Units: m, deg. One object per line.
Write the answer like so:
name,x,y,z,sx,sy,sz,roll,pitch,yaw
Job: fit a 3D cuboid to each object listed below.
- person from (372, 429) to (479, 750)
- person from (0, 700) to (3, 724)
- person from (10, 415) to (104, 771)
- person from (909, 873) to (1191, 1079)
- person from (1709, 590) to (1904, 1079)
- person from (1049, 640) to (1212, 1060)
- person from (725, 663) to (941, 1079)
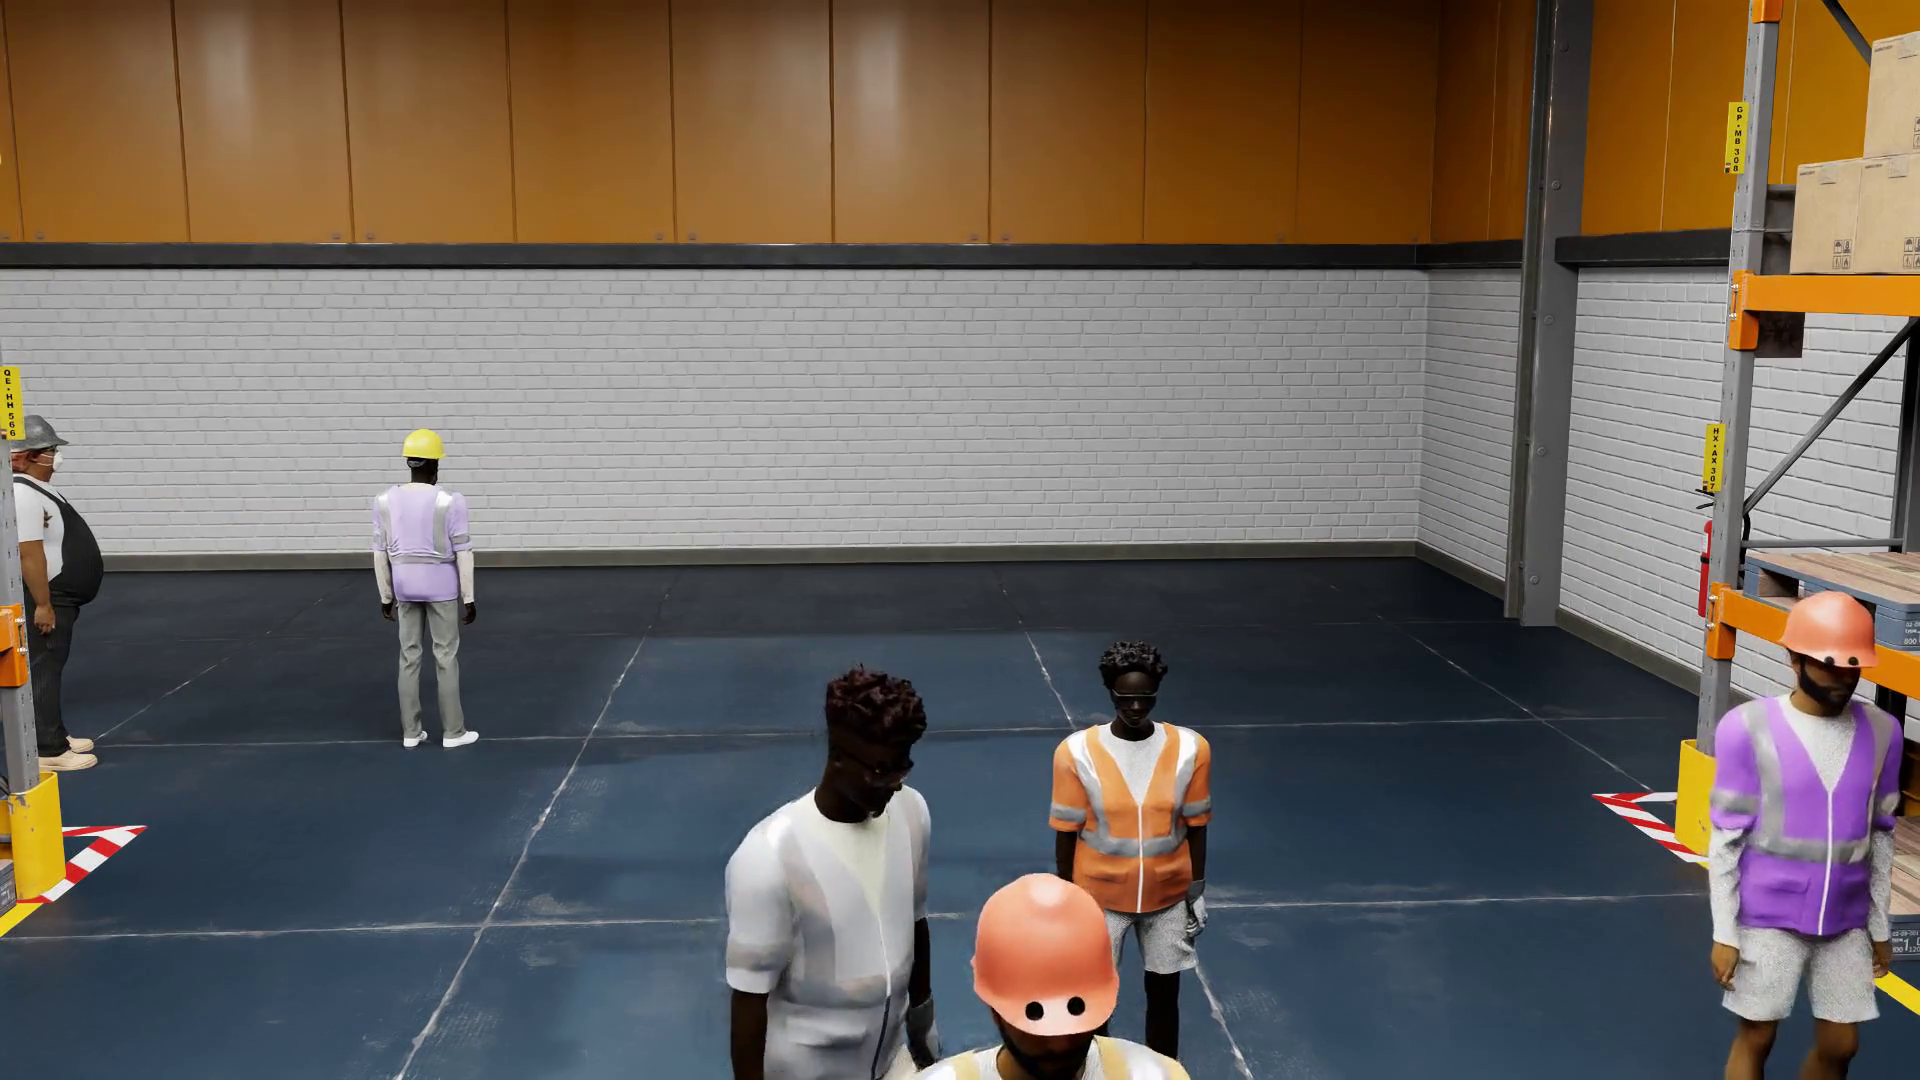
person,-3.177,0.299,9.932,0.595,1.925,0.371,1,9,5
person,-6.275,0.265,10.428,0.633,1.839,0.429,-1,9,-4
person,-5.236,0.296,9.601,0.538,2.000,0.684,-5,10,-28
person,0.163,1.460,2.787,0.567,1.886,0.982,-3,9,-15
person,2.487,1.096,4.908,0.555,1.935,0.375,0,9,2
person,0.550,1.142,5.389,0.530,1.689,0.321,-1,9,-4
person,-0.297,1.238,4.018,0.530,1.929,0.753,8,12,42
